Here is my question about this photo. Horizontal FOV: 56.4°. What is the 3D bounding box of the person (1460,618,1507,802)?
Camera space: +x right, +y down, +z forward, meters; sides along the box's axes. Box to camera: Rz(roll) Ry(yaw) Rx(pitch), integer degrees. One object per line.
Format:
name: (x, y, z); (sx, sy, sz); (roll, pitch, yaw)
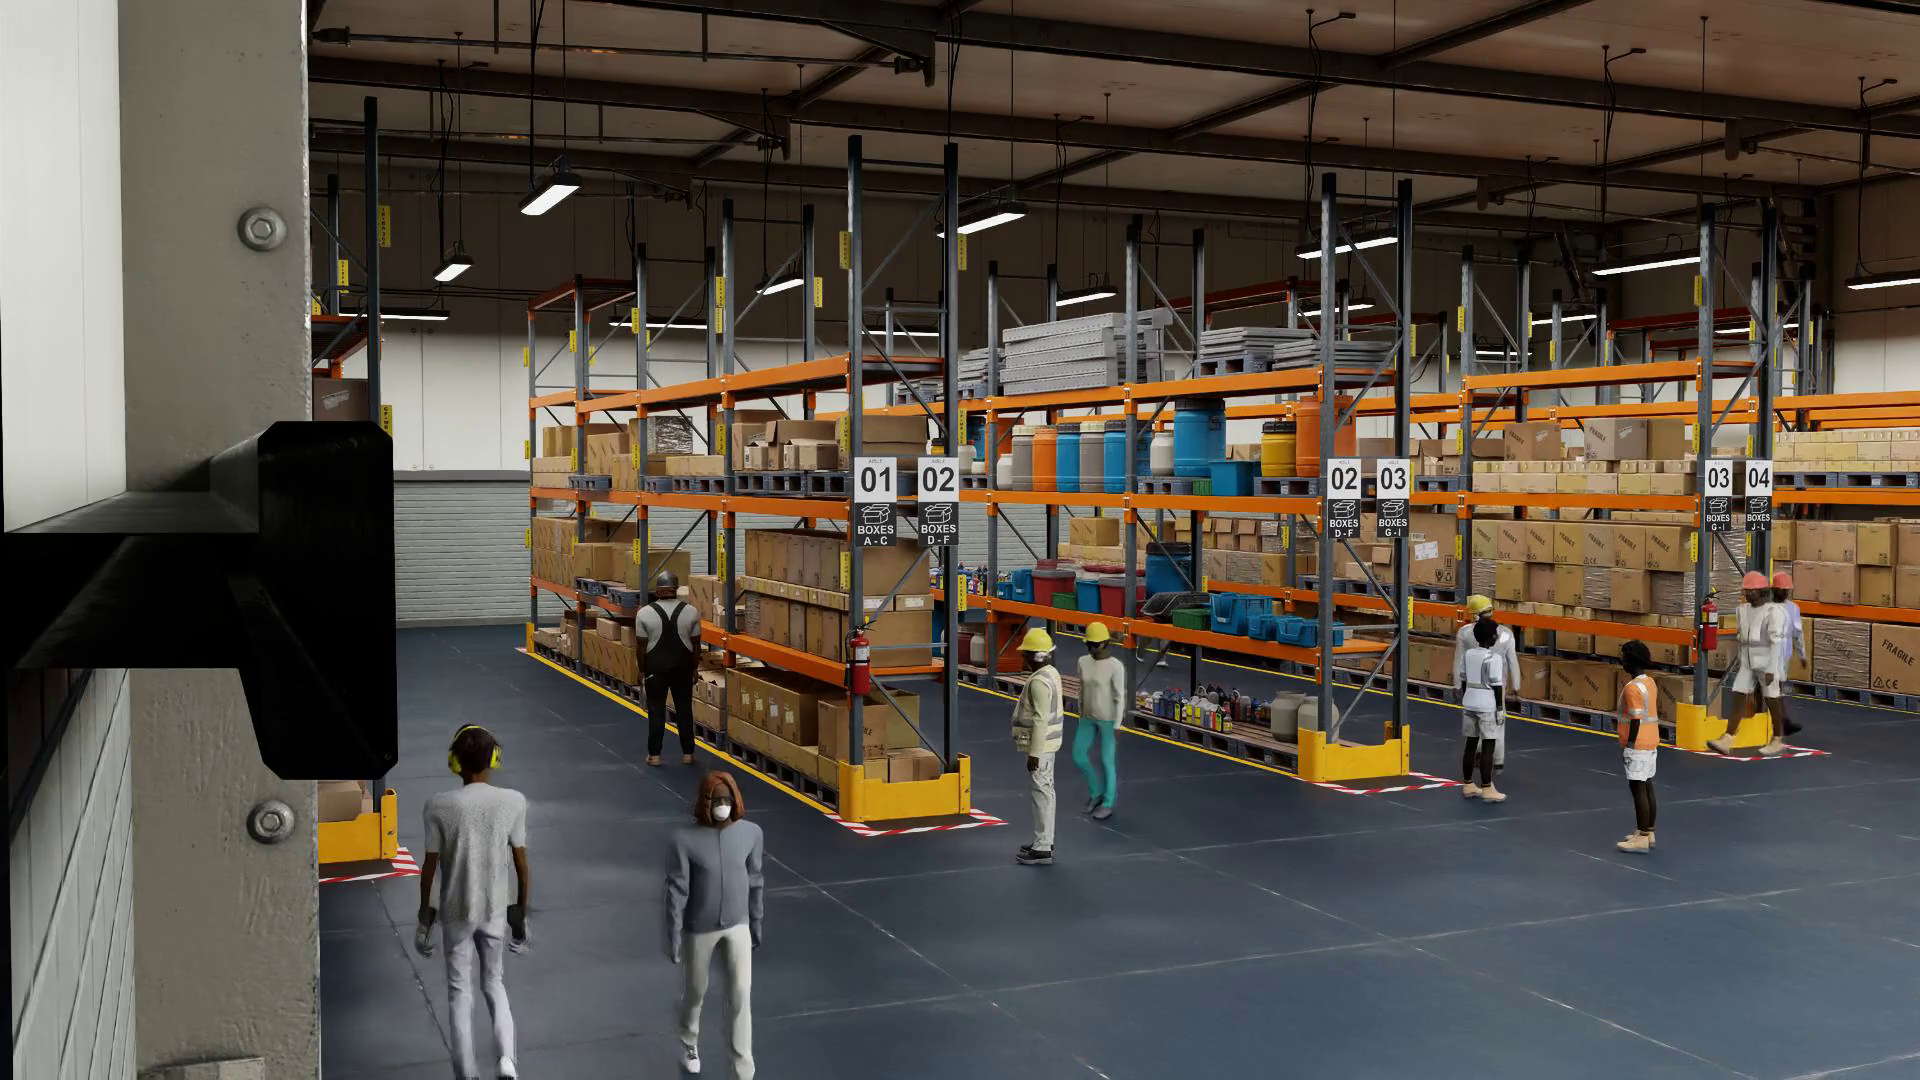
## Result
person: (4.894, 1.580, 16.753); (0.317, 1.695, 0.540); (-1, 2, -23)

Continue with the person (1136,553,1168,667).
person: (3.042, 1.047, 28.309); (0.615, 1.871, 0.976); (-1, 2, -19)

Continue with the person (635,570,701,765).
person: (-3.081, 1.351, 18.865); (0.684, 2.000, 0.536); (-1, 2, -15)

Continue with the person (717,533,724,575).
person: (-4.648, 0.788, 35.195); (0.329, 1.872, 0.509); (-2, 3, -38)

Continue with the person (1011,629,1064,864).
person: (0.611, 1.614, 14.135); (0.404, 1.830, 0.600); (0, 2, 10)

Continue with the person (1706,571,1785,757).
person: (8.457, 1.340, 19.156); (1.017, 1.991, 0.639); (-1, 2, -25)

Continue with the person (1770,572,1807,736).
person: (9.544, 1.326, 20.755); (0.568, 1.894, 0.956); (0, 2, -10)

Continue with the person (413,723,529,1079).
person: (-2.357, 1.817, 8.635); (0.524, 1.857, 0.425); (-1, 3, -31)

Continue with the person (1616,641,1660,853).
person: (5.493, 1.665, 14.527); (0.317, 1.696, 0.540); (2, 3, 35)

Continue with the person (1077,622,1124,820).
person: (1.229, 1.589, 15.803); (0.540, 1.743, 0.408); (2, 3, 42)

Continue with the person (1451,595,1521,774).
person: (5.368, 1.466, 18.257); (0.711, 1.806, 0.448); (0, 2, 7)

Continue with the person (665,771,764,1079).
person: (-1.232, 1.932, 8.958); (0.520, 1.591, 0.858); (-1, 2, -24)
